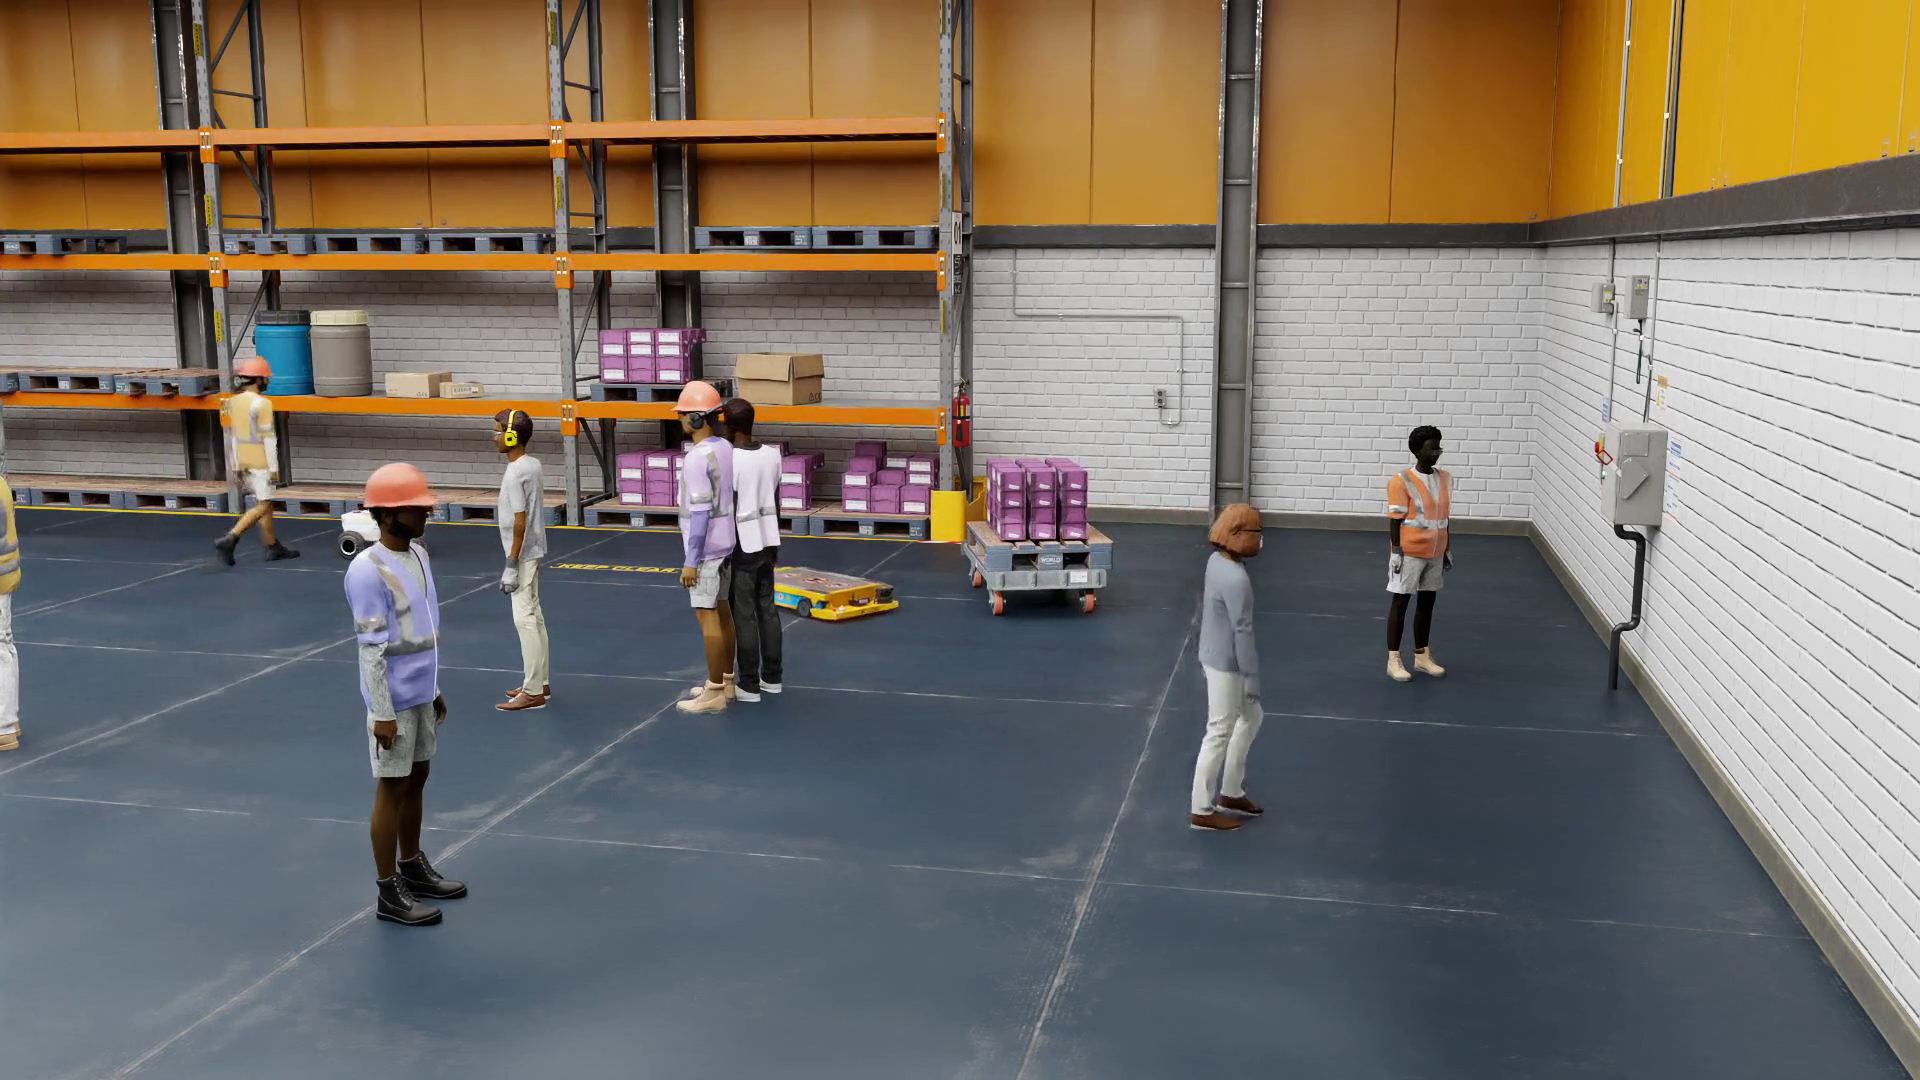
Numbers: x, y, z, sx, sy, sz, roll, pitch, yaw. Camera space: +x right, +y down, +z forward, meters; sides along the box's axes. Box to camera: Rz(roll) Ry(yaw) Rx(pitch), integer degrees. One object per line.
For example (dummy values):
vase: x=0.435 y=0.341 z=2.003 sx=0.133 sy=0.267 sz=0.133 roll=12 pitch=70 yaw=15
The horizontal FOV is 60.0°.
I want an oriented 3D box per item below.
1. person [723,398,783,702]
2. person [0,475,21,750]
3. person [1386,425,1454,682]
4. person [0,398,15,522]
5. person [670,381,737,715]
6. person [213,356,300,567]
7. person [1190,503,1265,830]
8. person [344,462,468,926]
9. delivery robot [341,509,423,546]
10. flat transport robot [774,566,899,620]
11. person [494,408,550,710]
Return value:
person: x=-1.328 y=0.064 z=10.493 sx=0.375 sy=1.915 sz=0.592 roll=6 pitch=11 yaw=31
person: x=-5.561 y=0.283 z=9.423 sx=0.429 sy=1.844 sz=0.622 roll=-4 pitch=10 yaw=-23
person: x=3.051 y=0.083 z=11.032 sx=0.532 sy=1.696 sz=0.318 roll=-5 pitch=11 yaw=-27
person: x=-9.783 y=-0.893 z=16.672 sx=0.324 sy=1.742 sz=0.492 roll=2 pitch=10 yaw=9
person: x=-1.571 y=0.051 z=10.199 sx=0.375 sy=2.044 sz=0.604 roll=2 pitch=10 yaw=9
person: x=-6.431 y=-0.703 z=15.073 sx=0.553 sy=1.914 sz=0.829 roll=6 pitch=12 yaw=34
person: x=1.365 y=0.621 z=8.079 sx=0.538 sy=1.614 sz=0.537 roll=-1 pitch=10 yaw=-3
person: x=-2.334 y=0.639 z=7.017 sx=0.349 sy=1.942 sz=0.545 roll=1 pitch=10 yaw=5
delivery robot: x=-5.372 y=-0.150 z=15.509 sx=0.707 sy=0.478 sz=0.477 roll=1 pitch=10 yaw=7
flat transport robot: x=-1.218 y=0.406 z=13.334 sx=1.431 sy=0.197 sz=0.652 roll=9 pitch=13 yaw=44
person: x=-2.732 y=0.122 z=10.304 sx=0.328 sy=1.868 sz=0.512 roll=0 pitch=10 yaw=-2
